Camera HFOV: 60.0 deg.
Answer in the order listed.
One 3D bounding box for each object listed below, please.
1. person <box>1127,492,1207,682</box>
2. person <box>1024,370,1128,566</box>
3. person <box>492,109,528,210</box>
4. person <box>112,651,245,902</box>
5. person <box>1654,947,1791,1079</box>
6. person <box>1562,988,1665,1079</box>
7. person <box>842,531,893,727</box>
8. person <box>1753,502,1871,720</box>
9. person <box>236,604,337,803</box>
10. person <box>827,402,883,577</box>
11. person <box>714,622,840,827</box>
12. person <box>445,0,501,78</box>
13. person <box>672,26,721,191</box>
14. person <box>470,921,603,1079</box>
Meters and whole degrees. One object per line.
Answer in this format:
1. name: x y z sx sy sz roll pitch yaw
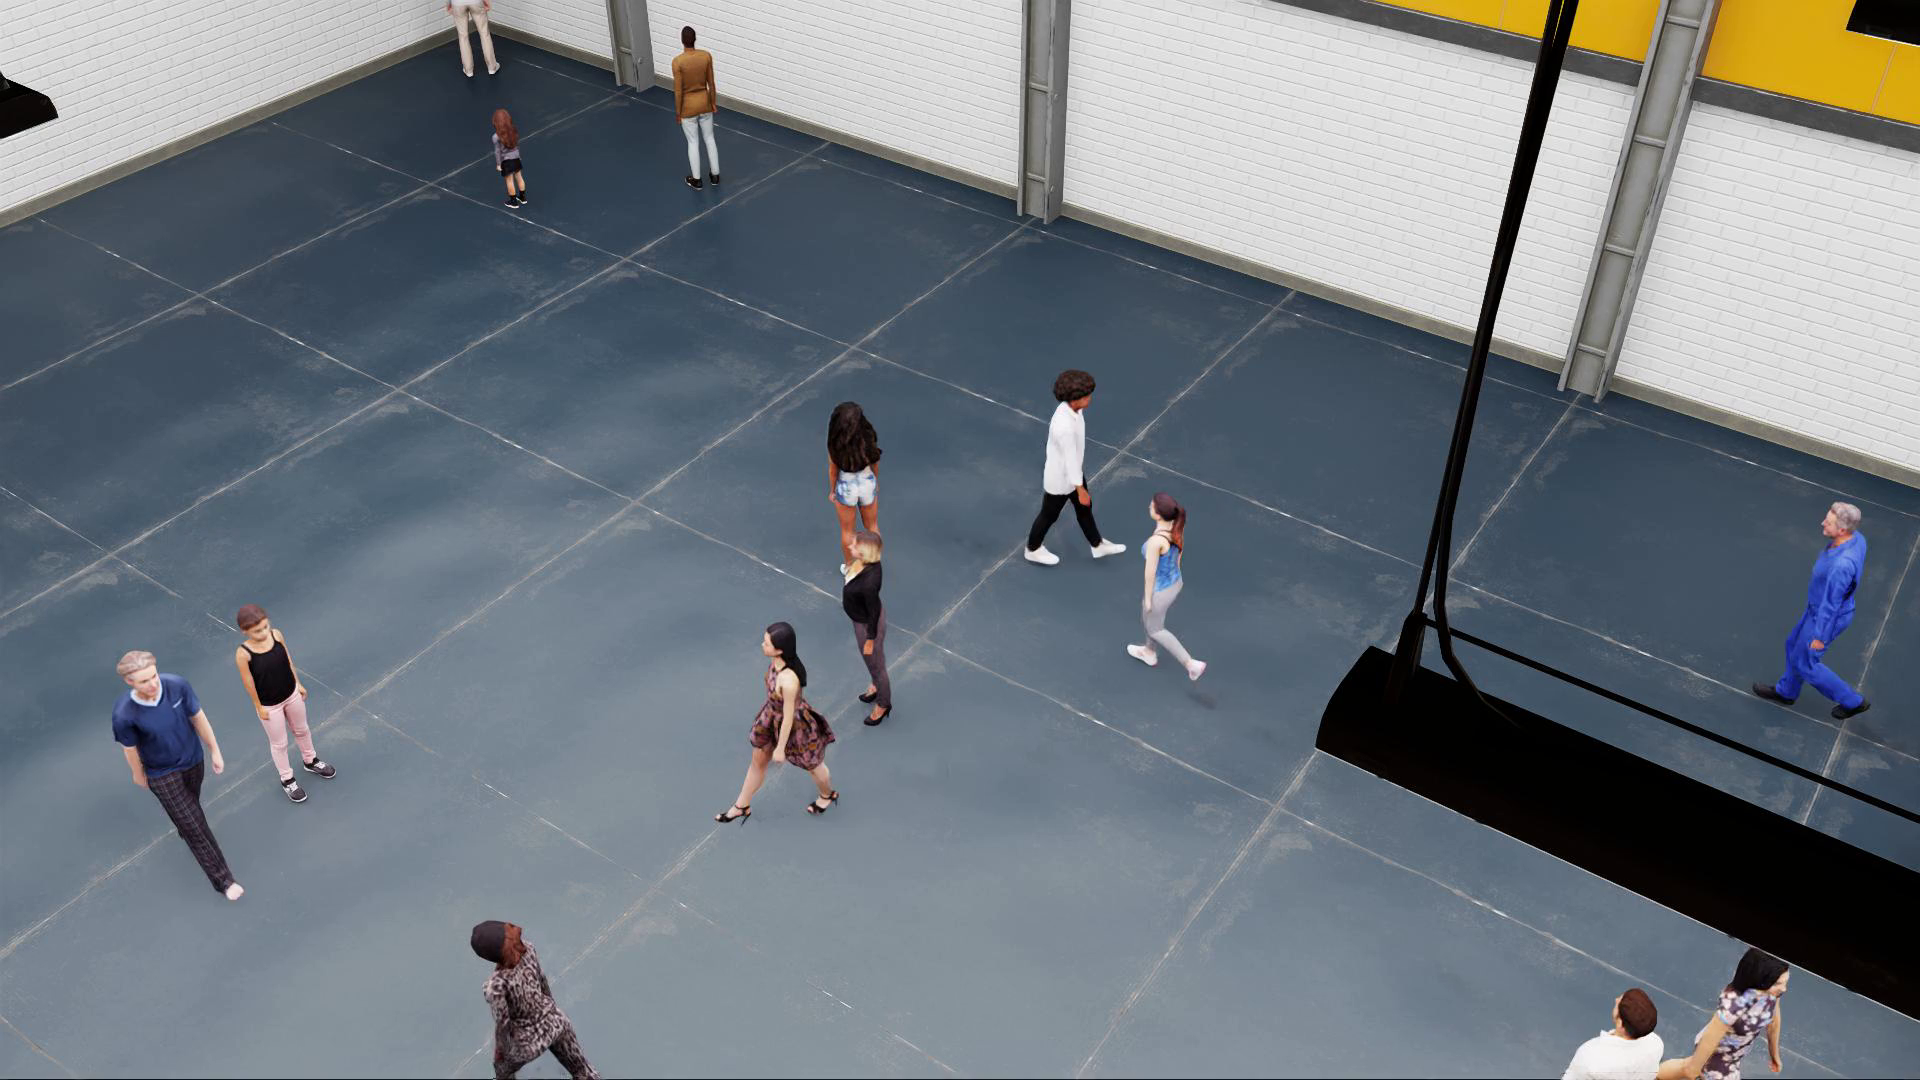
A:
1. person: 1.507 0.373 11.922 0.926 1.587 0.579 26 46 29
2. person: 0.722 -0.522 12.895 1.123 1.772 0.881 10 40 12
3. person: -4.867 -4.129 17.945 0.437 1.106 0.465 24 44 27
4. person: -5.003 1.367 10.483 1.102 1.830 0.665 25 45 28
5. person: 4.030 2.697 8.932 0.828 1.688 1.175 -26 45 -28
6. person: 3.251 2.992 8.443 1.103 1.837 1.277 -14 41 -16
7. person: -0.610 0.602 11.567 0.720 1.672 0.674 -4 39 -5
8. person: 6.113 0.552 11.538 0.972 1.787 0.772 21 43 24
9. person: -4.554 1.050 11.091 0.509 1.566 0.520 23 44 26
10. person: -0.807 -0.372 12.824 0.660 1.627 0.700 -14 41 -17
11. person: -1.009 1.206 10.755 1.067 1.741 1.091 -12 40 -15
12. person: -6.078 -6.647 20.493 0.761 1.860 0.801 -9 39 -11
13. person: -2.868 -4.709 18.103 0.709 1.816 0.700 -19 42 -22
14. person: -2.228 2.707 8.950 1.161 1.649 0.736 17 42 21
